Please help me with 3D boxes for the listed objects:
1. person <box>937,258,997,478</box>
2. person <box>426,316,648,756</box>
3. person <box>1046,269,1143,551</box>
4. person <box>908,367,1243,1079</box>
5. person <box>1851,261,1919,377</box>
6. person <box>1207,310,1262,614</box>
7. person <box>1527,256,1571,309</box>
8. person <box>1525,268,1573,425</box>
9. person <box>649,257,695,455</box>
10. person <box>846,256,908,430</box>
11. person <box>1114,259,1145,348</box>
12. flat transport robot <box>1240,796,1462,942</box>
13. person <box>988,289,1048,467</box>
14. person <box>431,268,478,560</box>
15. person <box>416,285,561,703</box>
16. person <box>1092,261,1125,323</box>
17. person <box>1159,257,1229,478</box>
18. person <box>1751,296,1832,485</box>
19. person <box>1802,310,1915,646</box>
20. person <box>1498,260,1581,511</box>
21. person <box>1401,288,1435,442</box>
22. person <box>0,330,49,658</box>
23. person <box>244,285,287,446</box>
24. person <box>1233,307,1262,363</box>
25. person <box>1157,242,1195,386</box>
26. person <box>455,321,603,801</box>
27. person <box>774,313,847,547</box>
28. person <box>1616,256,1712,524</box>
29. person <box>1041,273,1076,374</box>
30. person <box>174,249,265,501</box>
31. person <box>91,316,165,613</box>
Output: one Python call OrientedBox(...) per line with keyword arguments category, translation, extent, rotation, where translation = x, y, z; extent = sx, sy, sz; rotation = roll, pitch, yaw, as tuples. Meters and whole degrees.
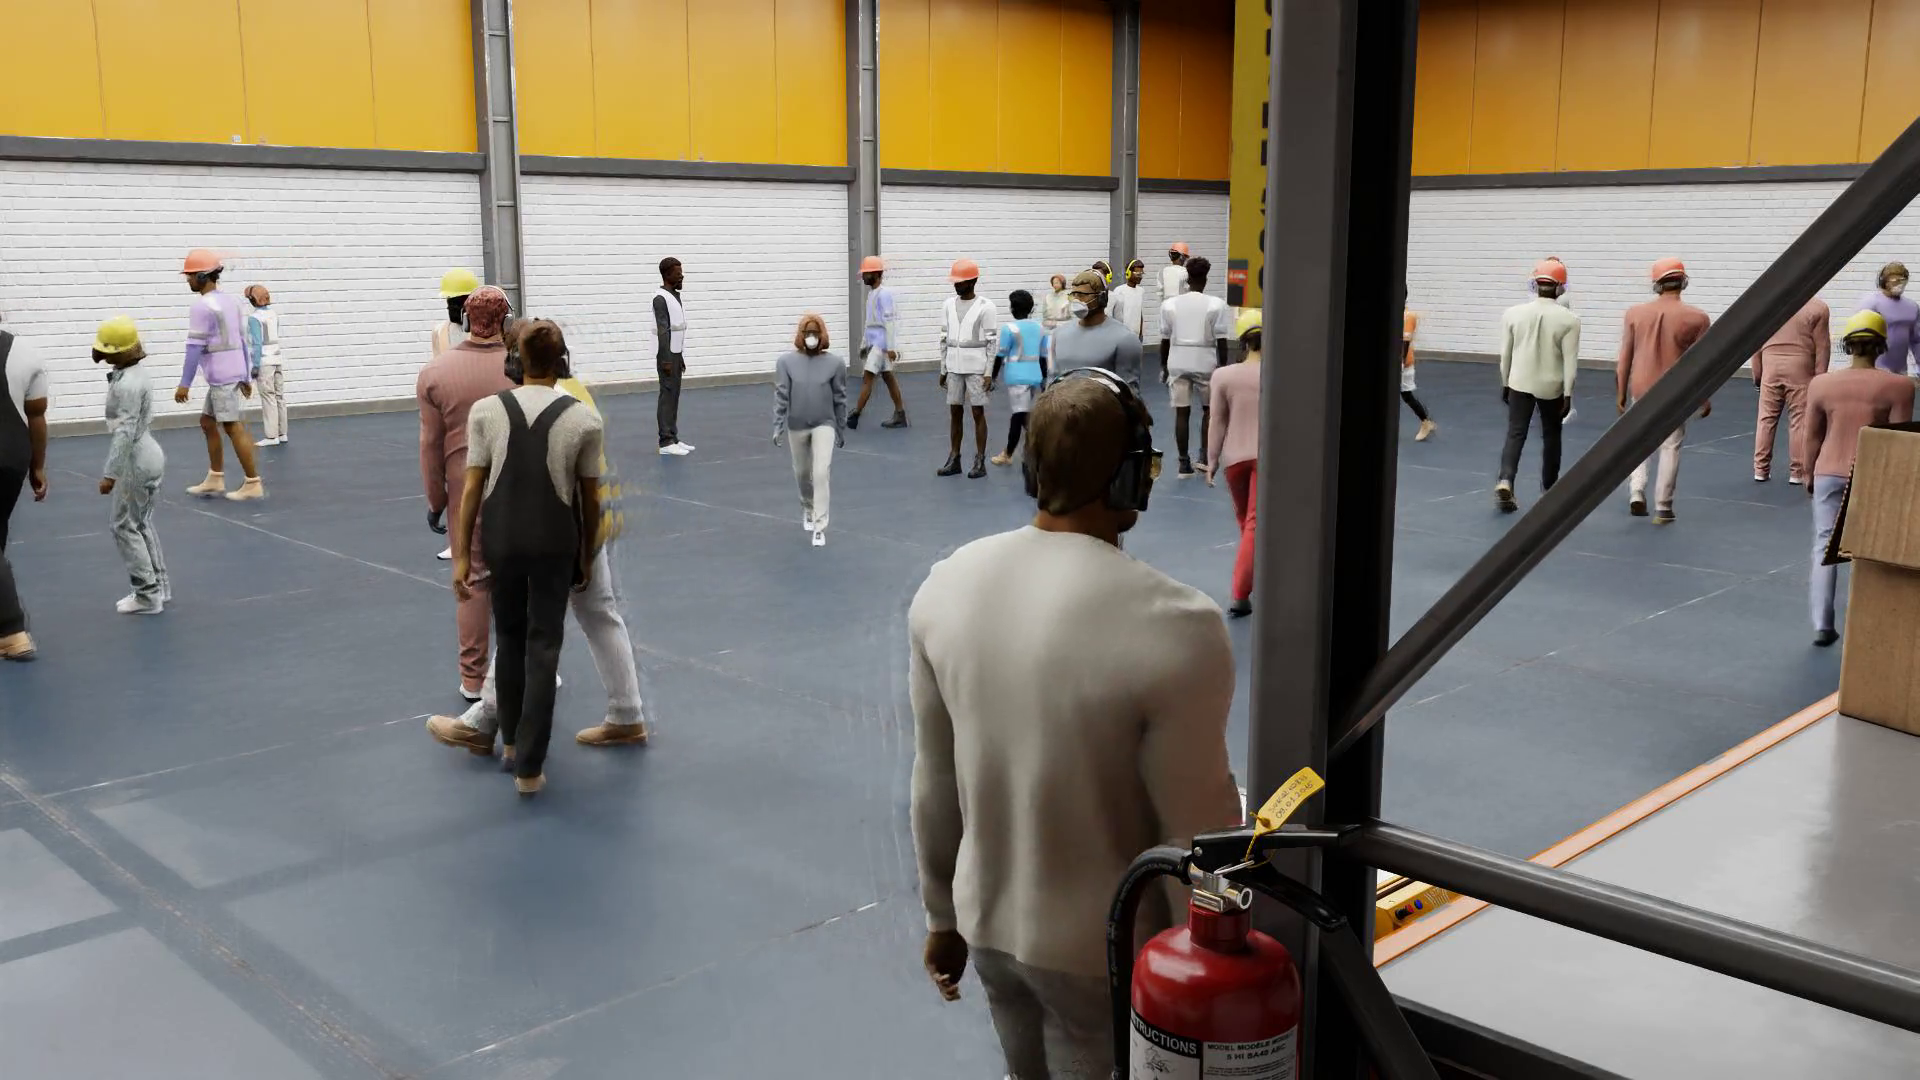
OrientedBox(category="person", translation=(0.051, -1.507, 14.667), extent=(0.542, 1.930, 0.374), rotation=(6, 12, 28))
OrientedBox(category="person", translation=(-1.756, -0.006, 6.834), extent=(0.937, 1.796, 0.637), rotation=(0, 10, 1))
OrientedBox(category="person", translation=(0.748, -0.585, 9.612), extent=(0.627, 1.941, 0.371), rotation=(9, 14, 40))
OrientedBox(category="person", translation=(0.174, 0.675, 2.802), extent=(0.480, 1.925, 0.629), rotation=(-10, 15, -44))
OrientedBox(category="person", translation=(7.997, -1.426, 14.284), extent=(0.683, 1.902, 0.682), rotation=(-4, 11, -21))
OrientedBox(category="person", translation=(1.713, -0.459, 9.551), extent=(0.553, 1.699, 0.952), rotation=(5, 11, 25))
OrientedBox(category="person", translation=(7.963, -2.916, 22.572), extent=(0.564, 1.846, 0.392), rotation=(6, 12, 29))
OrientedBox(category="person", translation=(6.530, -2.156, 18.545), extent=(0.971, 1.818, 0.581), rotation=(-9, 14, -40))
OrientedBox(category="person", translation=(-2.838, -1.799, 16.289), extent=(0.391, 1.920, 0.593), rotation=(0, 10, 2))
OrientedBox(category="person", translation=(-1.006, -2.158, 18.301), extent=(0.947, 1.891, 0.569), rotation=(-3, 11, -14))
OrientedBox(category="person", translation=(1.984, -2.346, 19.472), extent=(0.503, 1.853, 0.371), rotation=(-9, 14, -41))
OrientedBox(category="flat transport robot", translation=(1.022, 1.042, 5.290), extent=(0.652, 0.197, 1.431), rotation=(-10, 14, -44))
OrientedBox(category="person", translation=(0.570, -1.430, 15.038), extent=(0.871, 1.652, 0.533), rotation=(10, 14, 42))
OrientedBox(category="person", translation=(-3.207, -0.807, 10.864), extent=(0.594, 1.922, 0.386), rotation=(4, 11, 20))
OrientedBox(category="person", translation=(-2.121, -0.205, 7.627), extent=(0.651, 1.907, 0.409), rotation=(-2, 11, -12))
OrientedBox(category="person", translation=(1.433, -1.898, 16.956), extent=(0.517, 1.874, 0.328), rotation=(9, 14, 41))
OrientedBox(category="person", translation=(2.070, -1.519, 14.692), extent=(0.637, 1.940, 0.568), rotation=(3, 11, 17))
OrientedBox(category="person", translation=(7.131, -1.427, 14.294), extent=(0.643, 1.909, 0.410), rotation=(10, 15, 44))
OrientedBox(category="person", translation=(4.715, -0.324, 8.718), extent=(0.551, 1.736, 0.661), rotation=(10, 14, 44))
OrientedBox(category="person", translation=(4.482, -1.202, 12.961), extent=(0.610, 1.952, 0.996), rotation=(6, 12, 30))
OrientedBox(category="person", translation=(4.518, -1.823, 17.091), extent=(0.811, 1.668, 0.527), rotation=(-5, 11, -24))
OrientedBox(category="person", translation=(-5.061, -0.434, 8.511), extent=(1.006, 2.000, 0.687), rotation=(5, 12, 27))
OrientedBox(category="person", translation=(-7.049, -1.767, 16.886), extent=(0.314, 1.636, 0.514), rotation=(1, 10, 3))
OrientedBox(category="person", translation=(4.483, -3.531, 25.845), extent=(0.545, 1.892, 1.012), rotation=(0, 10, -1))
OrientedBox(category="person", translation=(3.065, -3.172, 23.461), extent=(0.605, 2.034, 0.389), rotation=(9, 14, 40))
OrientedBox(category="person", translation=(-1.653, 0.054, 6.500), extent=(0.544, 1.799, 0.790), rotation=(-1, 10, -5))
OrientedBox(category="person", translation=(-1.040, -0.801, 11.716), extent=(0.500, 1.602, 0.788), rotation=(0, 10, 2))
OrientedBox(category="person", translation=(5.226, -1.107, 12.329), extent=(0.638, 1.975, 0.445), rotation=(9, 14, 41))
OrientedBox(category="person", translation=(1.373, -2.814, 22.641), extent=(0.518, 1.622, 0.538), rotation=(6, 12, 31))
OrientedBox(category="person", translation=(-5.997, -1.295, 13.281), extent=(0.830, 2.012, 0.618), rotation=(-1, 10, -5))
OrientedBox(category="person", translation=(-4.654, -0.417, 9.352), extent=(0.322, 1.699, 0.572), rotation=(-5, 12, -25))
